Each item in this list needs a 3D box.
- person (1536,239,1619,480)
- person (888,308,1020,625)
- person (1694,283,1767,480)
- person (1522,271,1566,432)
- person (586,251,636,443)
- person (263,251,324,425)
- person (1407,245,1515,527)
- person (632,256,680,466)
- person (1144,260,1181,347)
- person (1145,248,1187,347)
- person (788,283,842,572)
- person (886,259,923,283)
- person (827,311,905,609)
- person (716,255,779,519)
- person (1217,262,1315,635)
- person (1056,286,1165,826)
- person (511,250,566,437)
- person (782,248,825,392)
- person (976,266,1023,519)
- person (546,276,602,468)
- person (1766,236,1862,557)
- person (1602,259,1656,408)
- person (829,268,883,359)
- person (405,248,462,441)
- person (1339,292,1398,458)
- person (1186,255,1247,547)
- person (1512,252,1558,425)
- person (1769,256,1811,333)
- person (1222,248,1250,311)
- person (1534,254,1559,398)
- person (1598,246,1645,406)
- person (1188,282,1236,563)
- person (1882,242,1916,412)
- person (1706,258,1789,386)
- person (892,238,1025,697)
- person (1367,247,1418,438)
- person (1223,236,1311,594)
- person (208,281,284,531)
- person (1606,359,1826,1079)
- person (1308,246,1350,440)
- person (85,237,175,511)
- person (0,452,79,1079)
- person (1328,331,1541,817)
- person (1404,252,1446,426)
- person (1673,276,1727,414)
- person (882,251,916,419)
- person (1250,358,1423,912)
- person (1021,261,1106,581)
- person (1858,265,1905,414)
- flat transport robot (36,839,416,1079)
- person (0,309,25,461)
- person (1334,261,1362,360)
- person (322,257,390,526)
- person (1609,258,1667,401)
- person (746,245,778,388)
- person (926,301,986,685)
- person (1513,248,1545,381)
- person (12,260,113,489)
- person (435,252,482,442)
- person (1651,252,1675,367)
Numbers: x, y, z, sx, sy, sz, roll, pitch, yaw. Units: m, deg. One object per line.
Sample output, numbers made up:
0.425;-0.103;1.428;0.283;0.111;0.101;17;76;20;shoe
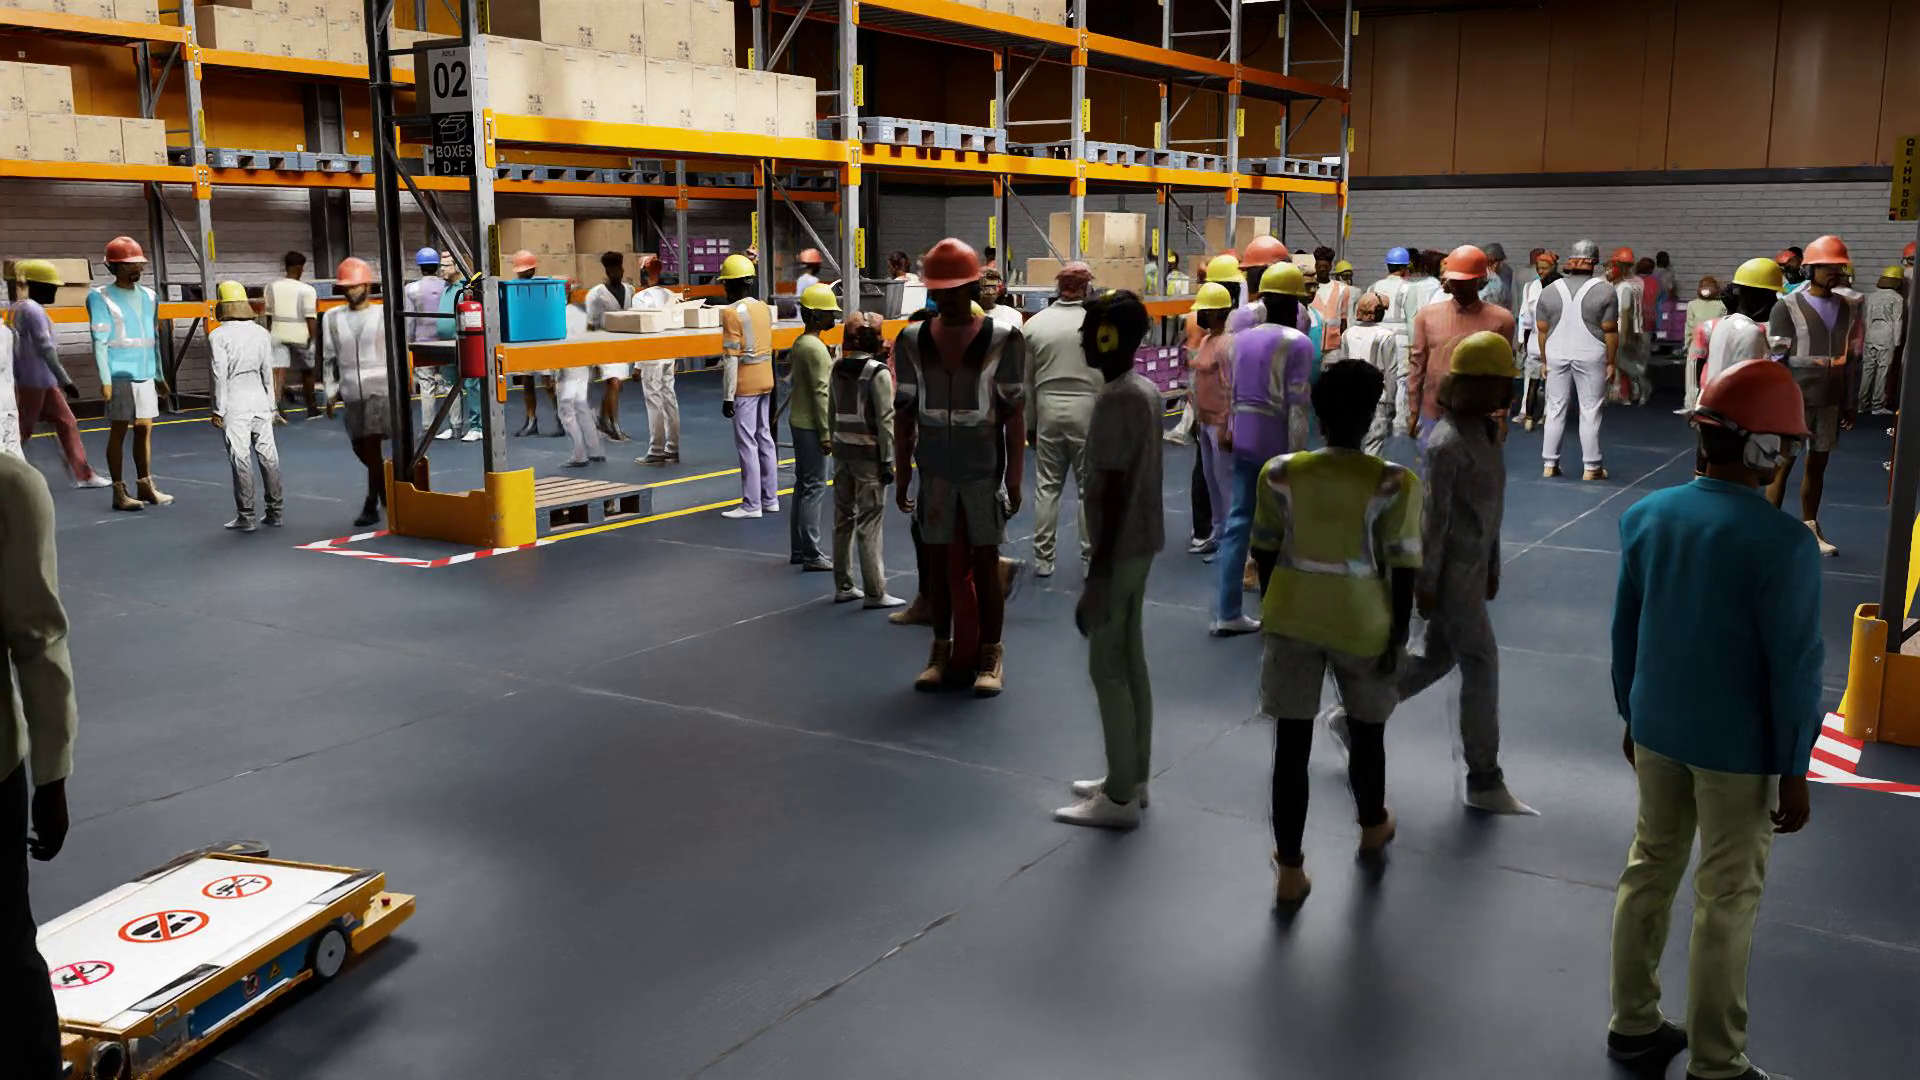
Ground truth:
5.262;-1.534;14.131;0.682;2.000;0.538;8;13;38;person
-0.034;-0.378;8.715;0.639;1.674;0.538;0;10;-1;person
6.157;-1.215;13.336;0.535;1.691;0.317;6;12;31;person
6.189;-1.975;17.524;0.540;1.695;0.317;8;13;38;person
-3.521;-1.956;16.817;0.661;1.951;0.651;7;12;32;person
-7.417;-2.238;18.416;0.624;1.916;0.999;0;10;-1;person
3.018;-0.778;10.090;0.608;1.988;0.392;3;11;18;person
-2.743;-1.603;14.953;0.361;1.883;0.574;5;12;27;person
2.971;-3.313;24.502;0.621;1.902;0.927;-4;11;-23;person
2.919;-3.183;23.614;0.595;1.913;0.403;2;10;12;person
-0.881;-0.687;10.225;0.335;1.760;0.526;-3;11;-18;person
-0.769;-2.763;21.567;0.661;1.810;0.836;-3;11;-17;person
-0.545;-0.438;9.181;0.315;1.636;0.515;-9;14;-41;person
-1.576;-1.115;12.168;0.409;1.918;0.584;4;11;20;person
1.668;-0.465;8.569;0.868;1.895;0.621;-7;12;-34;person
0.527;0.065;5.759;0.337;1.870;0.559;4;11;20;person
-4.358;-2.008;17.110;0.641;1.914;0.522;4;11;21;person
-1.915;-2.692;20.870;0.628;1.926;0.558;-5;11;-25;person
0.177;-1.063;12.095;0.562;1.836;0.395;-1;10;-7;person
-3.473;-1.492;14.830;0.357;1.707;0.716;3;11;15;person
5.445;-0.904;10.623;0.608;2.047;0.371;-2;10;-9;person
8.007;-2.474;20.033;0.813;1.802;0.587;-1;10;-4;person
-1.148;-2.184;18.119;0.597;1.907;0.409;-3;11;-17;person
-5.324;-1.976;16.842;0.616;1.942;0.408;-7;12;-33;person
3.048;-1.029;12.449;0.310;1.638;0.523;-7;13;-36;person
1.685;-0.889;10.975;0.528;1.939;0.612;7;13;35;person
6.401;-2.210;18.305;0.356;1.886;0.574;-10;14;-43;person
9.211;-2.215;18.466;0.429;1.842;0.626;-3;11;-18;person
3.214;-2.456;19.596;0.529;1.942;0.577;7;13;36;person
7.520;-2.770;21.516;0.373;1.843;0.570;6;12;31;person
8.122;-2.658;20.605;0.614;1.956;0.930;1;10;3;person
1.597;-0.735;10.494;0.345;1.762;0.526;-2;10;-9;person
11.135;-2.488;19.538;0.609;1.997;0.375;4;11;19;person
4.374;-0.610;9.345;0.383;1.921;0.585;2;10;8;person
-0.017;-0.311;7.407;0.611;2.030;0.409;3;11;16;person
4.451;-2.027;17.118;0.399;1.949;0.605;-8;13;-37;person
1.731;-0.715;9.584;0.616;2.041;0.379;-9;14;-42;person
-5.029;-0.937;11.651;0.318;1.741;0.492;6;12;29;person
1.803;0.449;3.944;0.343;1.747;0.573;-4;11;-21;person
3.632;-1.974;16.794;0.613;1.956;0.362;-1;10;-5;person
-6.236;-1.250;12.550;0.390;2.045;0.607;4;11;21;person
-2.063;0.458;3.254;0.613;1.985;0.397;-3;11;-17;person
1.737;0.099;6.035;0.809;1.724;0.495;7;13;35;person
5.036;-2.173;18.069;0.494;1.896;0.627;-2;10;-10;person
8.662;-2.241;19.276;0.542;1.605;0.465;8;13;39;person
-0.618;-2.128;17.811;0.414;1.906;0.598;6;12;28;person
1.178;0.264;5.200;0.549;1.654;0.834;5;11;24;person
0.680;-0.707;9.958;0.645;1.902;0.395;4;11;20;person
10.755;-2.319;19.350;0.324;1.729;0.490;-3;11;-18;person
-2.108;1.123;4.312;0.652;0.197;1.431;3;11;15;flat transport robot
-6.858;-0.954;11.745;0.295;1.744;0.484;0;10;1;person
4.758;-2.592;20.758;0.525;1.769;0.315;-4;11;-21;person
-4.284;-1.090;12.055;0.557;1.909;0.839;0;10;-2;person
8.477;-2.659;21.049;0.802;1.801;0.433;0;10;-1;person
-2.762;-3.047;22.667;0.608;1.985;0.396;9;13;40;person
0.007;-0.222;7.615;0.302;1.771;0.531;5;12;27;person
8.294;-3.249;24.005;0.409;1.907;0.651;-6;12;-31;person
-7.368;-1.290;13.265;0.954;1.873;0.581;-5;11;-25;person
-5.078;-1.945;16.779;0.651;1.906;0.403;6;12;30;person
11.163;-3.683;26.652;0.334;1.834;0.571;-9;13;-40;person
